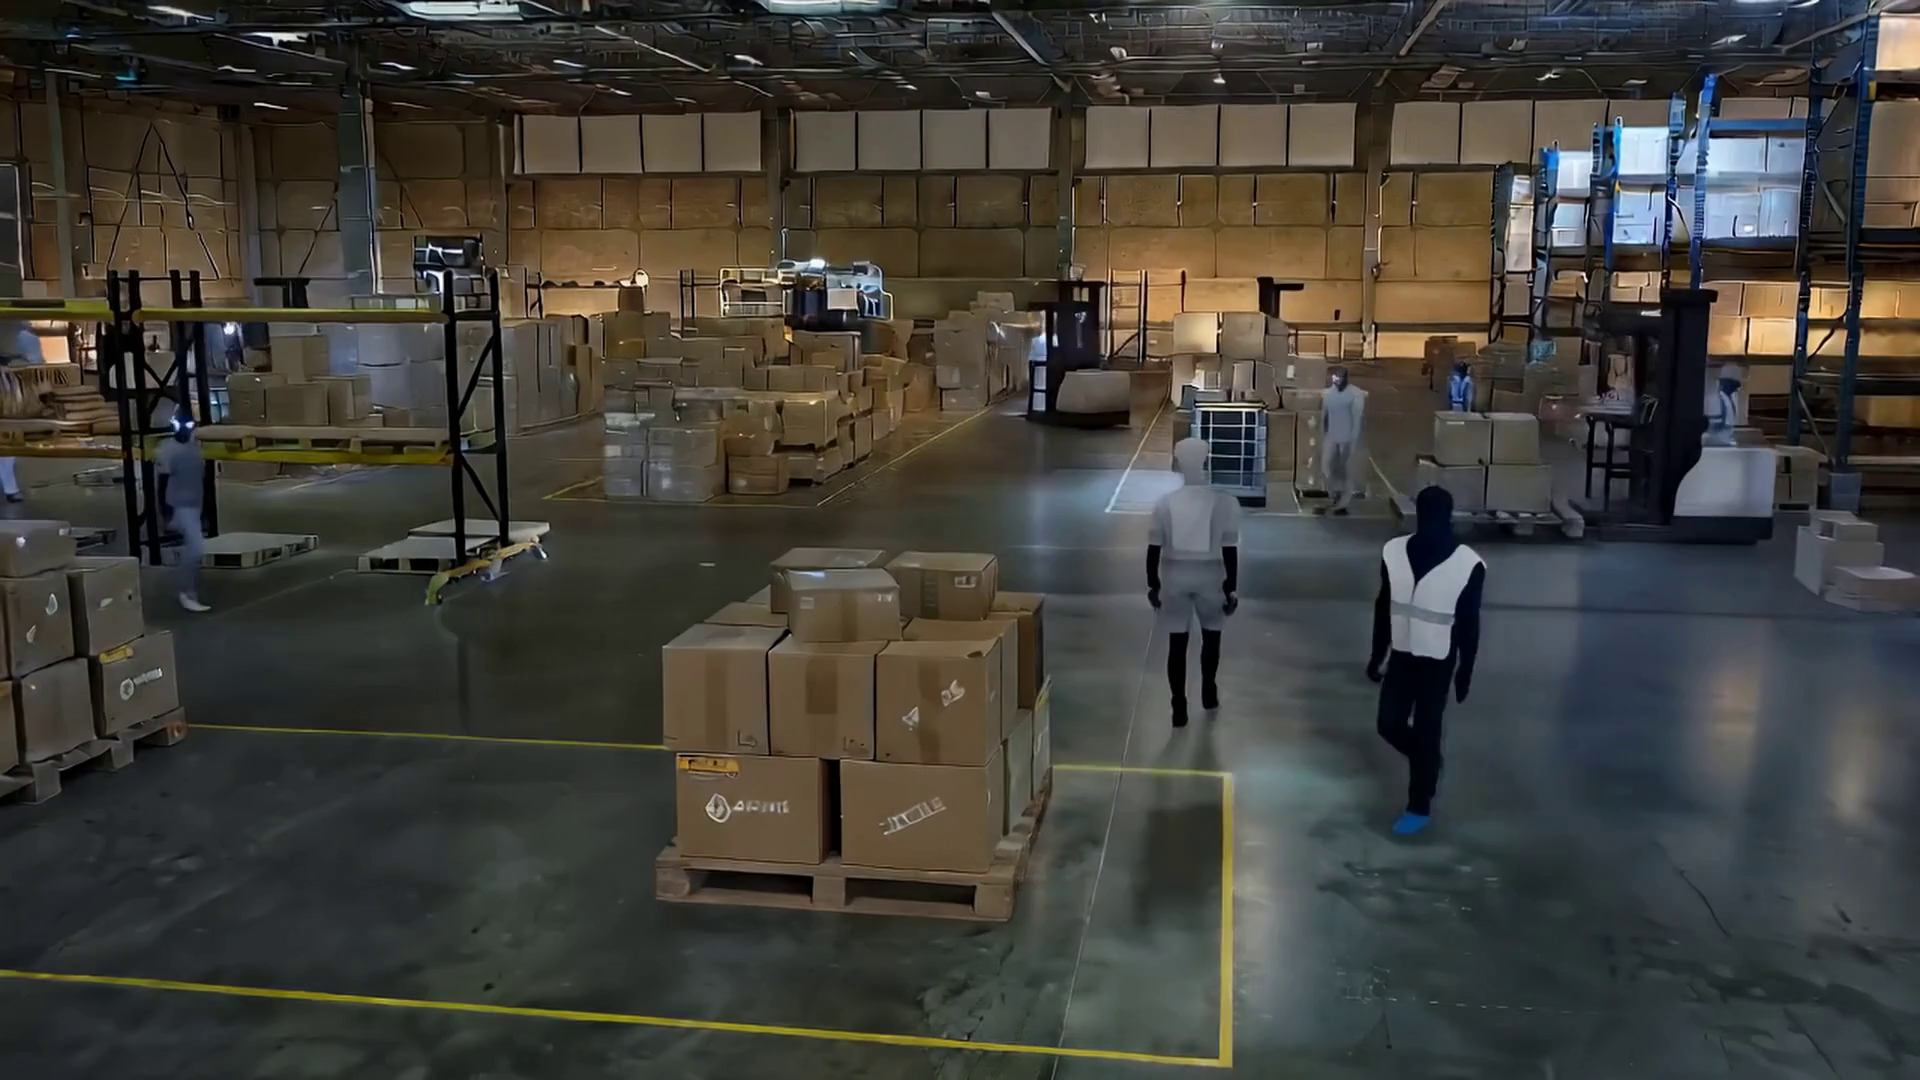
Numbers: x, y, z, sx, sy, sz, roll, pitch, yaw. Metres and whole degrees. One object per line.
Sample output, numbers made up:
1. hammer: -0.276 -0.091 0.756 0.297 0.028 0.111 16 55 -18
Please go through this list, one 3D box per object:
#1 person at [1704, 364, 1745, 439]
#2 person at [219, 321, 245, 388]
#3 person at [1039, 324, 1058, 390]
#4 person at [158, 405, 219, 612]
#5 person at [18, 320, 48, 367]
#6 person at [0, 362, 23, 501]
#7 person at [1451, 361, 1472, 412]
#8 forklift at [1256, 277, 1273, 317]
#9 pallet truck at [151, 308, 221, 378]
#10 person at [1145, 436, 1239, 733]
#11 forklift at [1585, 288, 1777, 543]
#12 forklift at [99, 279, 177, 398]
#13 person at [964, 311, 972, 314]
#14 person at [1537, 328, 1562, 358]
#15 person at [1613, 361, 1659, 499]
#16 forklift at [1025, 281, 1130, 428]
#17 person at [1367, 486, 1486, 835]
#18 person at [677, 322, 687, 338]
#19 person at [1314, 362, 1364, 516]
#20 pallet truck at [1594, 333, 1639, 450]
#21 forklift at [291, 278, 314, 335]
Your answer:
1. person: 9.176 -1.191 20.252 0.550 1.915 0.621 -8 12 -42
2. person: -17.779 -4.454 40.445 0.615 1.877 0.958 5 10 28
3. person: 2.157 -4.088 38.459 0.646 1.792 0.953 0 9 2
4. person: -6.816 -0.274 14.749 0.450 1.853 0.560 2 9 13
5. person: -22.081 -4.350 39.744 0.599 1.896 0.815 4 10 21
6. person: -12.583 -1.491 21.694 0.538 2.000 0.681 6 11 34
7. person: 7.832 -1.983 25.992 0.315 1.631 0.523 0 9 -3
8. forklift: 8.820 -6.204 48.177 1.873 2.768 1.129 3 10 16
9. pallet truck: -21.869 -5.598 47.154 0.823 1.965 1.885 4 10 26
10. person: 1.568 0.269 11.147 0.631 1.929 0.863 2 9 14
11. forklift: 8.123 -1.431 18.738 1.873 2.768 1.129 1 9 9
12. forklift: -19.603 -4.721 39.030 1.873 2.768 1.129 1 9 9
13. person: 0.245 -5.377 46.042 0.423 1.915 0.570 -3 10 -18
14. person: 13.671 -4.062 38.608 0.540 1.695 0.317 2 10 15
15. person: 8.740 -1.340 21.146 0.649 1.913 0.544 -7 11 -36
16. forklift: 2.328 -3.658 32.477 1.129 2.768 1.873 -8 12 -41
17. person: 2.530 0.636 9.012 0.485 1.896 0.613 -9 13 -43
18. person: -7.493 -5.009 44.576 0.873 1.654 0.552 -1 9 -7
19. person: 4.633 -1.225 20.439 0.684 1.911 0.628 -9 13 -44
20. pallet truck: 11.253 -2.573 28.499 0.823 1.965 1.885 5 10 27
21. forklift: -17.085 -5.399 43.215 1.873 2.768 1.129 -3 10 -17
